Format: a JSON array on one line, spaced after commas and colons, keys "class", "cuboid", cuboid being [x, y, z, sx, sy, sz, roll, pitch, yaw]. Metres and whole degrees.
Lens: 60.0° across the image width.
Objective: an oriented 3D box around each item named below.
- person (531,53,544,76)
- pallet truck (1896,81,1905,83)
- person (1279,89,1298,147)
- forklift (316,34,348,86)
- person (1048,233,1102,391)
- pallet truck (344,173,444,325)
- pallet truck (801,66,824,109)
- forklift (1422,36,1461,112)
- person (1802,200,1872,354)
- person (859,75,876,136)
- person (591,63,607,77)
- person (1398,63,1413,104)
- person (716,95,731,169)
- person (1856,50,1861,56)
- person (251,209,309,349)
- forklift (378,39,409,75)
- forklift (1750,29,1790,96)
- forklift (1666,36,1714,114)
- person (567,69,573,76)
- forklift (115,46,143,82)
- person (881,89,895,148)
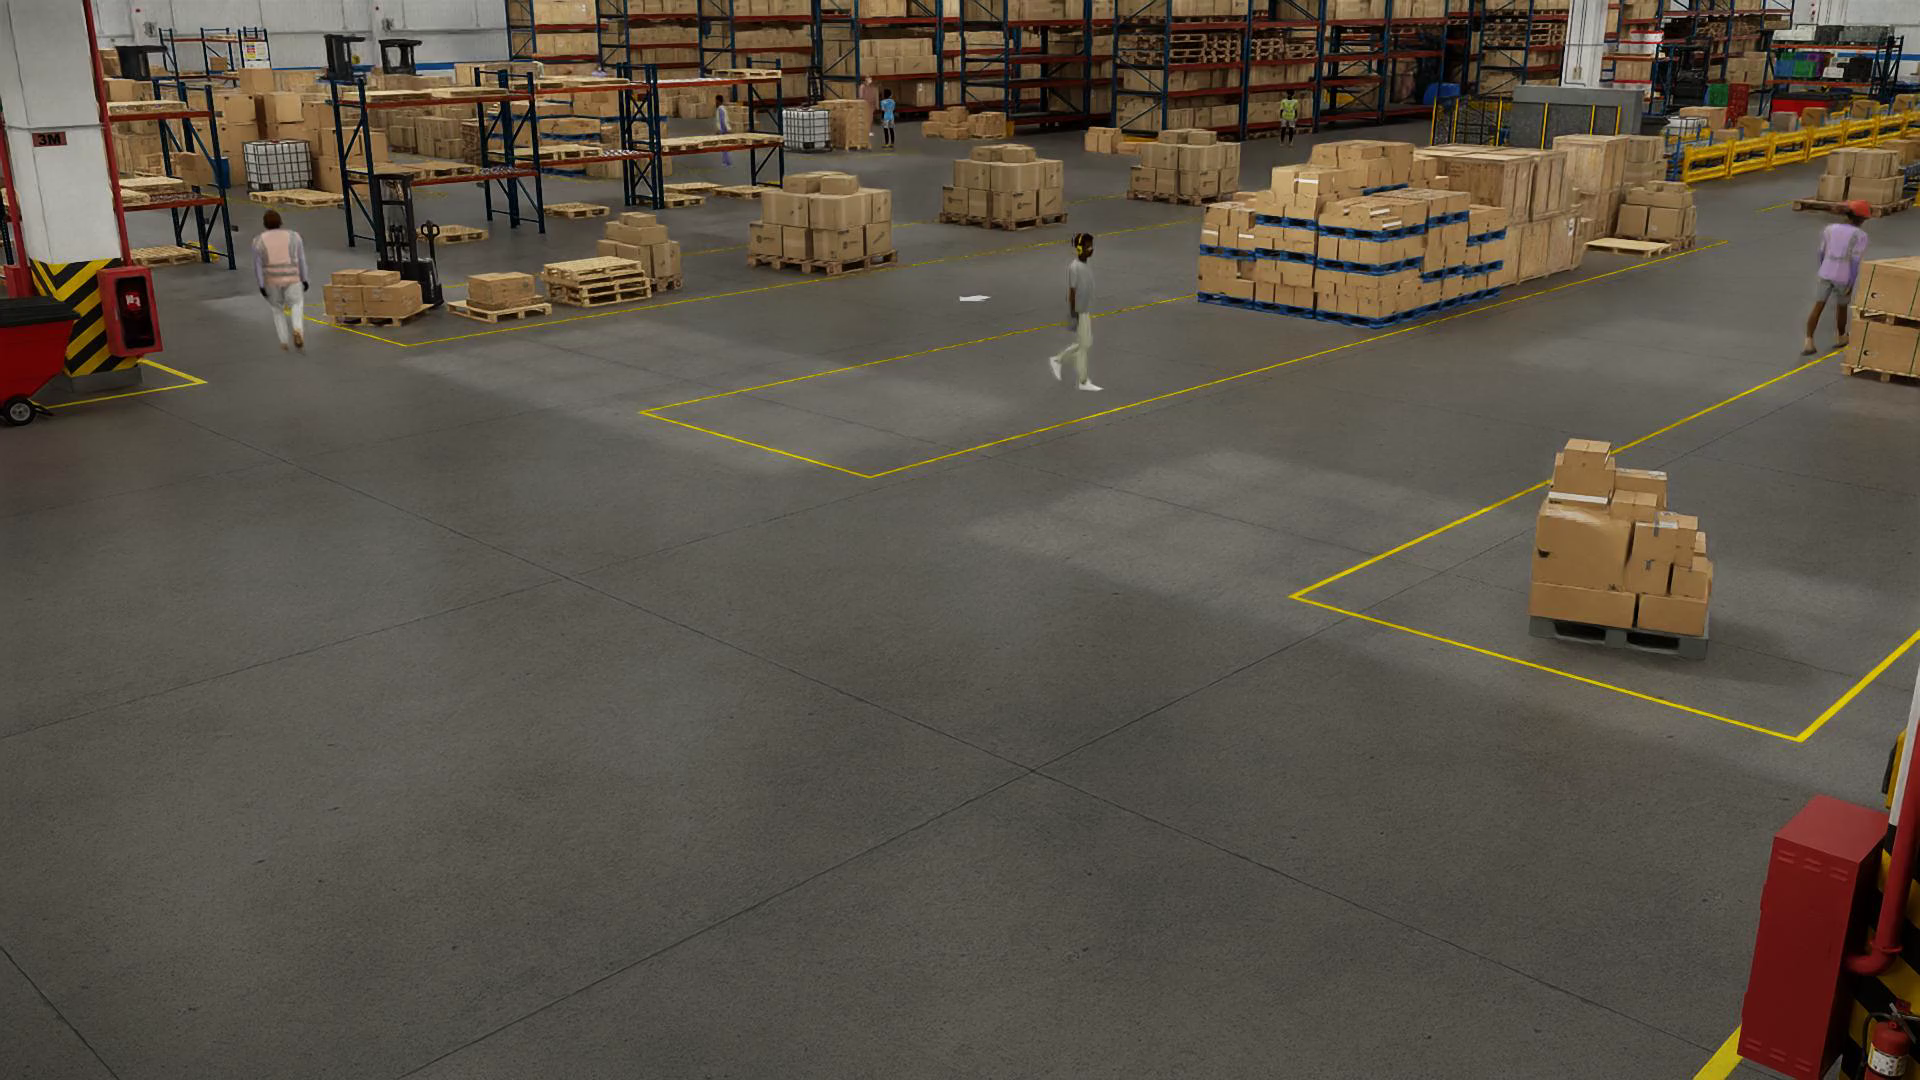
[{"class": "person", "cuboid": [-17.361, -18.936, 68.215, 0.616, 1.993, 0.395, -3, 19, -10]}, {"class": "pallet truck", "cuboid": [34.802, -16.331, 61.455, 0.653, 1.274, 1.630, 17, 25, 41]}, {"class": "person", "cuboid": [9.740, -12.505, 49.306, 0.532, 1.697, 0.322, 4, 19, 11]}, {"class": "forklift", "cuboid": [-24.092, -18.092, 64.290, 1.129, 2.768, 1.873, 17, 25, 41]}, {"class": "person", "cuboid": [1.355, -2.667, 19.428, 0.649, 1.854, 0.517, 9, 20, 25]}, {"class": "pallet truck", "cuboid": [-8.209, -4.181, 23.757, 0.823, 1.965, 1.885, 3, 19, 9]}, {"class": "pallet truck", "cuboid": [-4.812, -15.182, 56.903, 0.823, 1.965, 1.885, -9, 21, -26]}, {"class": "forklift", "cuboid": [17.910, -17.605, 62.822, 1.873, 2.768, 1.129, 15, 24, 38]}, {"class": "person", "cuboid": [11.320, -3.386, 21.408, 1.087, 1.963, 0.646, -13, 23, -35]}, {"class": "person", "cuboid": [-2.937, -13.838, 53.012, 0.474, 1.890, 0.675, 17, 25, 41]}, {"class": "person", "cuboid": [-13.271, -16.581, 61.243, 0.636, 1.917, 0.716, -14, 23, -36]}, {"class": "person", "cuboid": [16.706, -16.986, 62.528, 0.646, 1.877, 0.718, -11, 21, -30]}, {"class": "person", "cuboid": [-6.175, -10.674, 43.527, 0.381, 1.875, 0.732, -2, 18, -5]}, {"class": "person", "cuboid": [42.242, -22.185, 78.399, 0.583, 1.735, 0.374, 0, 18, -1]}, {"class": "person", "cuboid": [-8.775, -3.352, 21.524, 0.644, 1.828, 0.573, -8, 20, -22]}, {"class": "forklift", "cuboid": [-19.793, -16.149, 58.437, 1.873, 2.768, 1.129, 17, 25, 41]}, {"class": "forklift", "cuboid": [35.706, -21.003, 73.062, 1.129, 2.768, 1.873, 17, 25, 41]}, {"class": "forklift", "cuboid": [27.341, -17.291, 61.877, 1.129, 2.768, 1.873, 17, 25, 41]}, {"class": "person", "cuboid": [-14.826, -17.019, 63.049, 0.829, 1.606, 0.524, -11, 22, -31]}, {"class": "forklift", "cuboid": [-25.769, -13.963, 51.850, 1.129, 2.768, 1.873, 17, 25, 41]}, {"class": "person", "cuboid": [-2.136, -12.438, 49.103, 0.315, 1.698, 0.541, 16, 24, 40]}]
